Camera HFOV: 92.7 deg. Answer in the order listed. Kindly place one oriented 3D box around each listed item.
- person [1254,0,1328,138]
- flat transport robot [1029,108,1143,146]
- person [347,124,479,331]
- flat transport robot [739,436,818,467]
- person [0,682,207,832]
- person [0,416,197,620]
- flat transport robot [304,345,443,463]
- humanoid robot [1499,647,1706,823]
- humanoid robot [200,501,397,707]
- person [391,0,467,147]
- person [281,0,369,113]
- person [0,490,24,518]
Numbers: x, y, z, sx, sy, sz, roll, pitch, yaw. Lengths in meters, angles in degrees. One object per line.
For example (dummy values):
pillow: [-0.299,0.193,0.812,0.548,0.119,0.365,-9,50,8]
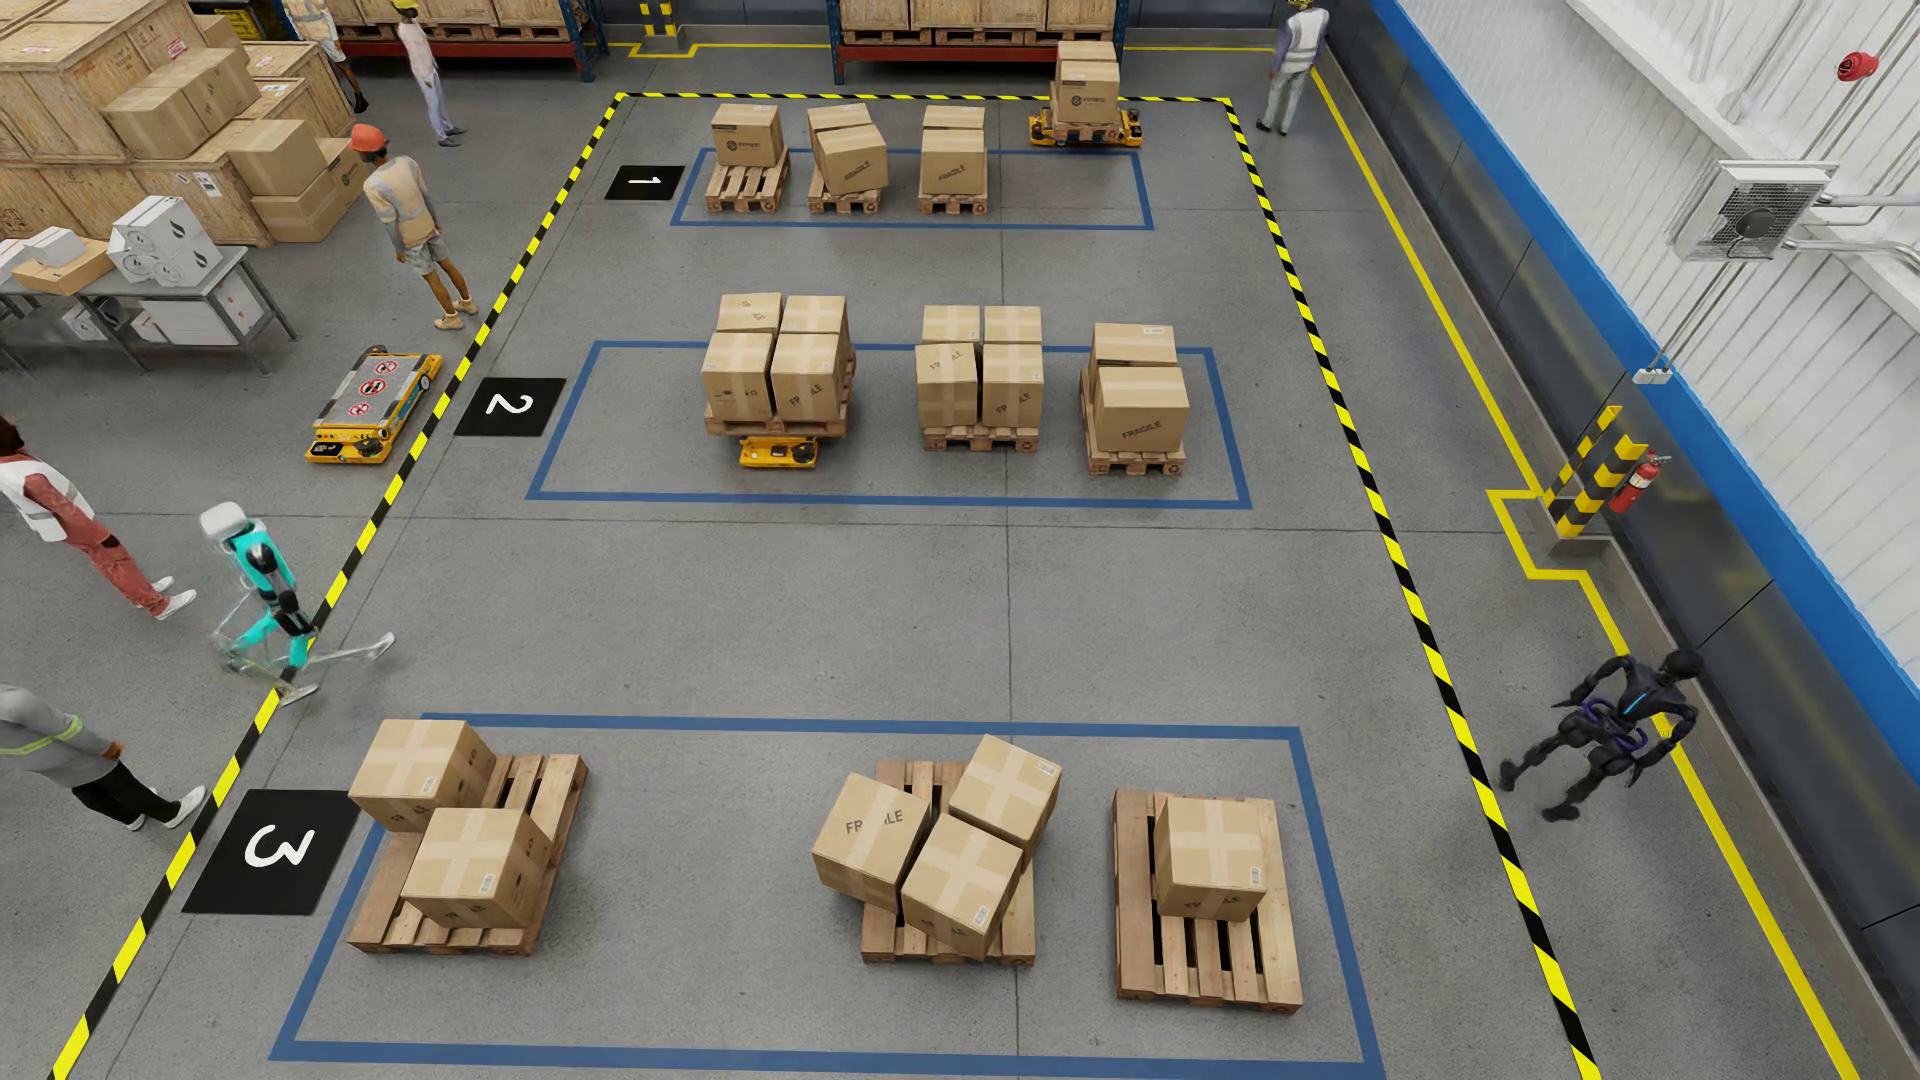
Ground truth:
person: [4.142,-5.911,11.384,0.620,1.791,0.406,-10,51,-9]
flat transport robot: [1.627,-5.376,11.898,1.431,0.197,0.652,1,50,1]
person: [-5.165,-2.920,8.674,0.363,2.048,0.608,12,51,10]
flat transport robot: [-1.582,-1.235,8.394,0.652,0.197,1.431,1,50,1]
person: [-5.241,1.176,5.338,0.589,1.847,0.407,1,50,1]
person: [-6.191,-0.124,6.402,0.579,1.911,0.394,26,55,20]
flat transport robot: [-5.383,-1.269,8.441,0.659,0.231,1.431,1,50,1]
humanoid robot: [3.820,1.162,5.457,0.390,1.638,0.590,-25,54,-19]
humanoid robot: [-4.531,0.522,5.975,0.539,1.739,1.034,36,59,27]
person: [-6.549,-5.793,11.299,0.379,1.756,0.533,-6,50,-5]
person: [-8.269,-6.487,11.765,0.550,1.933,0.365,4,50,3]
person: [-8.049,-0.789,7.036,1.005,1.787,0.513,-8,50,-7]
